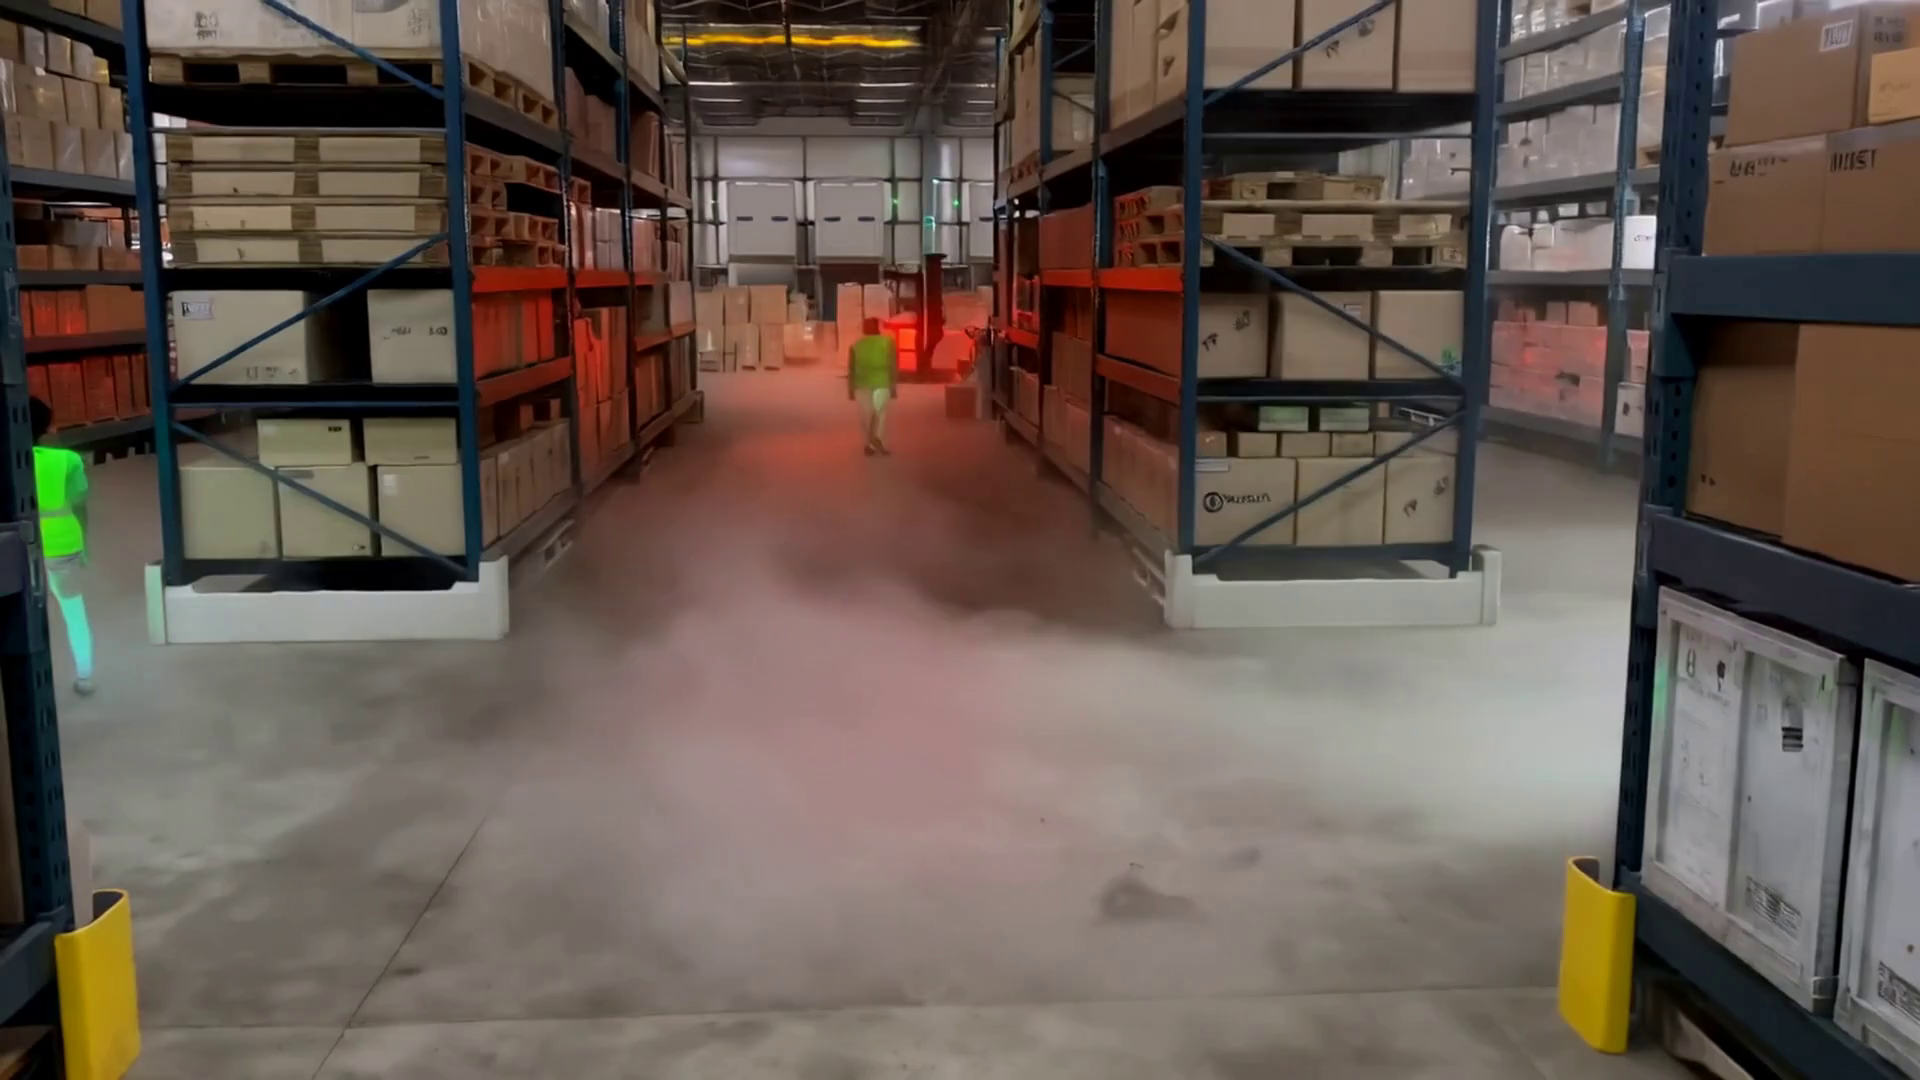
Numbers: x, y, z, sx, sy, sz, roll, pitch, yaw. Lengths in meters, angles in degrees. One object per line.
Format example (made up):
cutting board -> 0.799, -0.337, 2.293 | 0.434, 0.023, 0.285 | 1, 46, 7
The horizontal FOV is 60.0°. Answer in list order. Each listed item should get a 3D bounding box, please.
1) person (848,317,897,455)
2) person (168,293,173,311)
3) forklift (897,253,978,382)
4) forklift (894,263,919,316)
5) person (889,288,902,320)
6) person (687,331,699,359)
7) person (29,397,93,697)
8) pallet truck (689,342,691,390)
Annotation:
person -> -1.167, -2.001, 21.738 | 0.645, 1.814, 0.642 | 1, 9, 8
person -> -31.506, -9.157, 66.309 | 0.594, 1.925, 0.377 | 8, 12, 41
forklift -> -0.551, -4.915, 36.689 | 1.873, 2.768, 1.129 | -1, 9, -5
forklift -> -1.987, -9.022, 62.479 | 1.129, 2.768, 1.873 | -1, 9, -4
person -> -2.302, -7.827, 57.967 | 0.636, 1.930, 0.371 | 4, 10, 22
person -> -5.390, -3.629, 32.380 | 0.617, 1.678, 0.357 | 0, 9, -1
person -> -5.043, 0.062, 9.140 | 0.318, 1.699, 0.532 | 7, 11, 38
pallet truck -> -5.225, -3.008, 27.480 | 1.885, 1.965, 0.823 | 2, 9, 14
